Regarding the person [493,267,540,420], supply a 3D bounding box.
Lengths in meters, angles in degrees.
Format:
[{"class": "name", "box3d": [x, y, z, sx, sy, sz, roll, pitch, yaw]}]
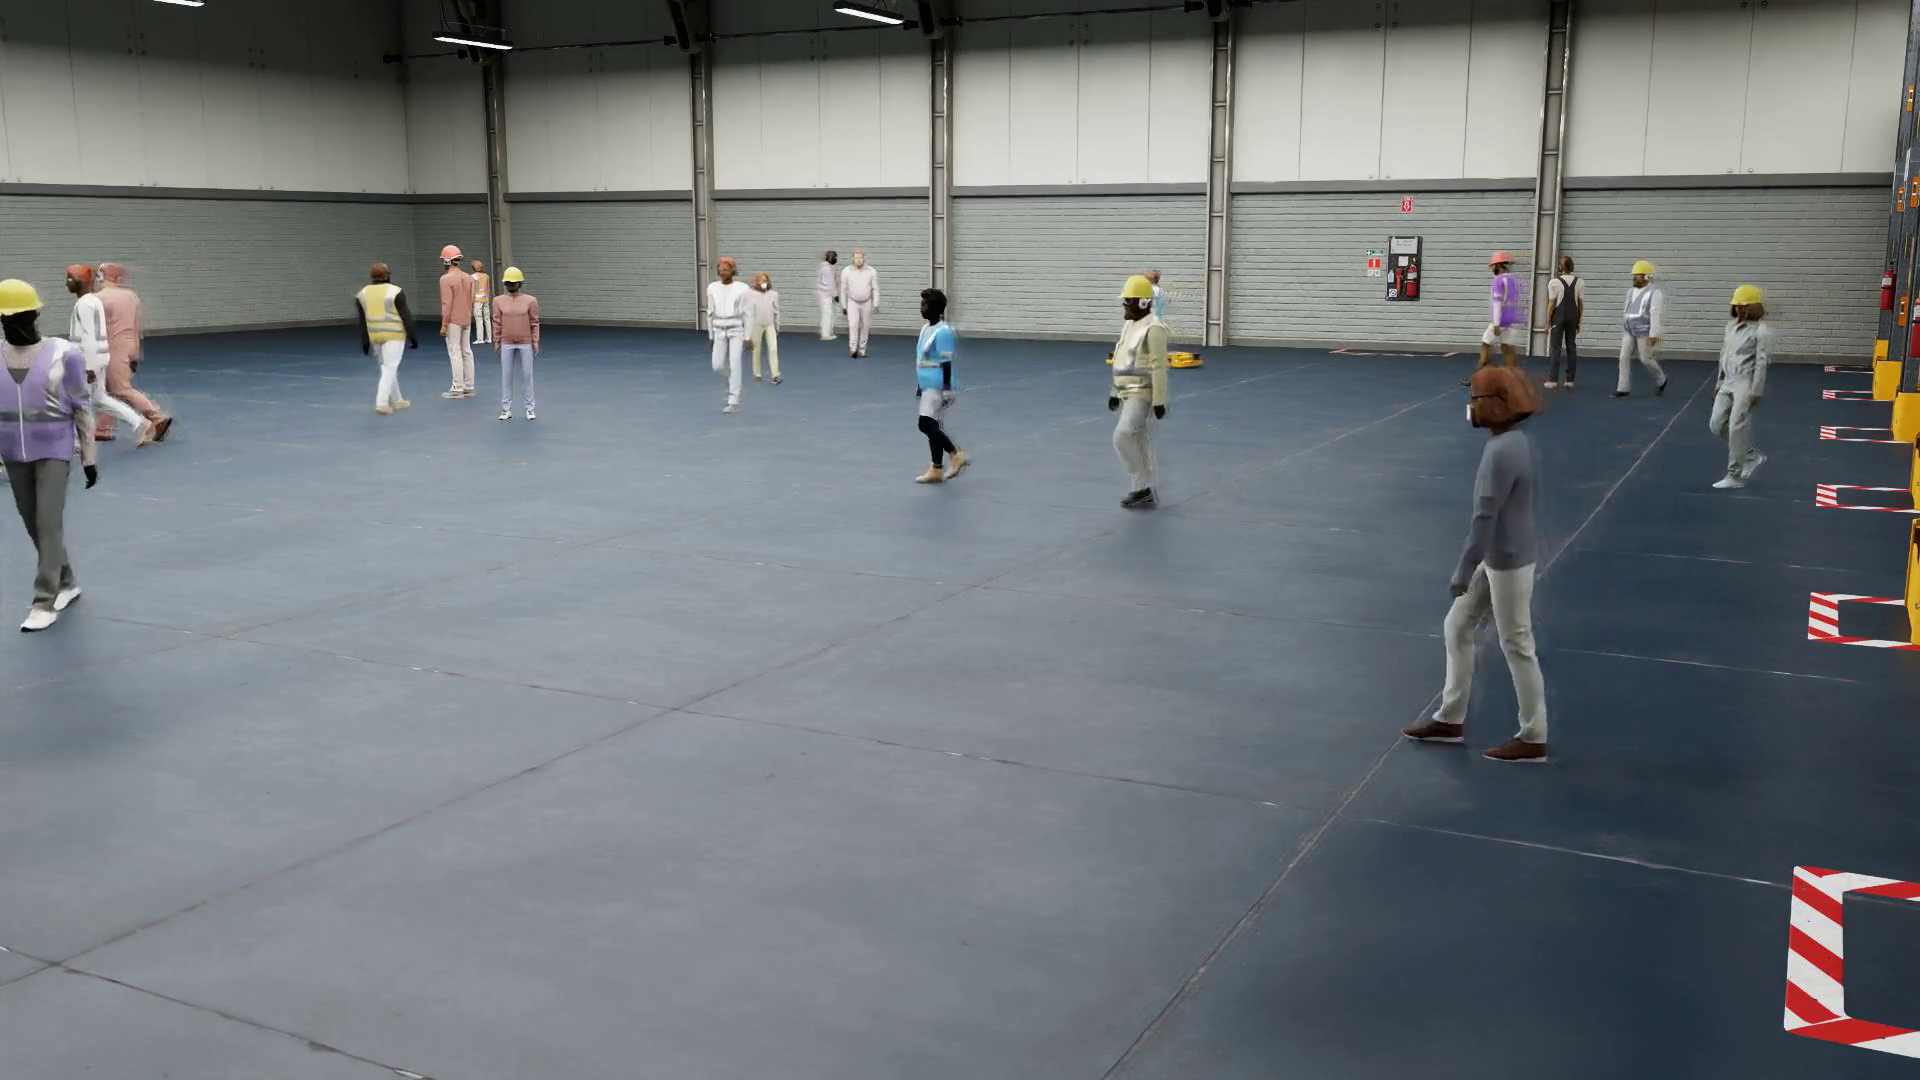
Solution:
[{"class": "person", "box3d": [-5.132, -2.269, 19.264, 0.526, 1.765, 0.330, -1, 10, -7]}]

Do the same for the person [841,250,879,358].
[{"class": "person", "box3d": [-1.723, -4.078, 28.878, 0.648, 1.864, 0.959, -2, 11, -11]}]

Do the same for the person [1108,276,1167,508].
[{"class": "person", "box3d": [1.350, -1.147, 13.007, 0.482, 1.816, 0.598, -2, 11, -9]}]

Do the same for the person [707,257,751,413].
[{"class": "person", "box3d": [-2.775, -2.478, 20.104, 0.578, 1.872, 0.479, 3, 11, 14]}]

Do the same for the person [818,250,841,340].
[{"class": "person", "box3d": [-2.632, -4.997, 33.982, 0.517, 1.820, 0.617, -1, 10, -4]}]

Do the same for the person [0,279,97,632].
[{"class": "person", "box3d": [-5.129, -0.485, 9.191, 0.610, 1.892, 0.818, 0, 10, -1]}]

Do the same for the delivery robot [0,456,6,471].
[{"class": "delivery robot", "box3d": [-8.524, -0.830, 14.459, 0.707, 0.478, 0.477, 4, 11, 20]}]

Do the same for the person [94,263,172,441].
[{"class": "person", "box3d": [-8.666, -1.932, 17.203, 0.918, 1.862, 0.662, 0, 10, -2]}]

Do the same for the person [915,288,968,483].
[{"class": "person", "box3d": [-0.221, -1.310, 14.244, 0.393, 1.682, 0.541, -3, 11, -14]}]

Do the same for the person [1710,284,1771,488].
[{"class": "person", "box3d": [6.607, -1.290, 14.015, 0.441, 1.720, 0.502, -2, 11, -13]}]

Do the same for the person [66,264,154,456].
[{"class": "person", "box3d": [-8.340, -1.733, 16.097, 0.780, 1.861, 0.579, -3, 11, -16]}]

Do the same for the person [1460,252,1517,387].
[{"class": "person", "box3d": [7.378, -3.022, 23.010, 0.906, 1.890, 0.568, 10, 14, 44]}]

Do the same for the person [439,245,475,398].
[{"class": "person", "box3d": [-6.622, -2.859, 21.845, 0.381, 1.994, 0.622, 3, 11, 17]}]

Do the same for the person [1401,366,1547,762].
[{"class": "person", "box3d": [2.096, 0.103, 6.758, 0.706, 1.605, 0.506, 3, 11, 15]}]

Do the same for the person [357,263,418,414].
[{"class": "person", "box3d": [-6.902, -2.427, 20.045, 0.630, 1.805, 0.923, 3, 11, 18]}]

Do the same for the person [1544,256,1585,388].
[{"class": "person", "box3d": [8.435, -3.039, 23.250, 0.507, 1.843, 0.346, 0, 10, -2]}]

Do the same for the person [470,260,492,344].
[{"class": "person", "box3d": [-9.428, -4.662, 32.657, 0.310, 1.636, 0.523, 5, 12, 26]}]

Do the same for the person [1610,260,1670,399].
[{"class": "person", "box3d": [8.939, -2.745, 21.743, 0.792, 1.805, 0.598, -4, 11, -21]}]

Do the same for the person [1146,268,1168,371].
[{"class": "person", "box3d": [2.934, -3.415, 25.895, 0.658, 1.616, 0.523, -6, 12, -31]}]

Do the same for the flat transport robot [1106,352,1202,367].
[{"class": "flat transport robot", "box3d": [3.164, -2.970, 27.157, 1.431, 0.197, 0.652, 7, 13, 34]}]

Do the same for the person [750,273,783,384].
[{"class": "person", "box3d": [-2.794, -3.011, 23.771, 0.524, 1.589, 0.836, -4, 11, -23]}]
